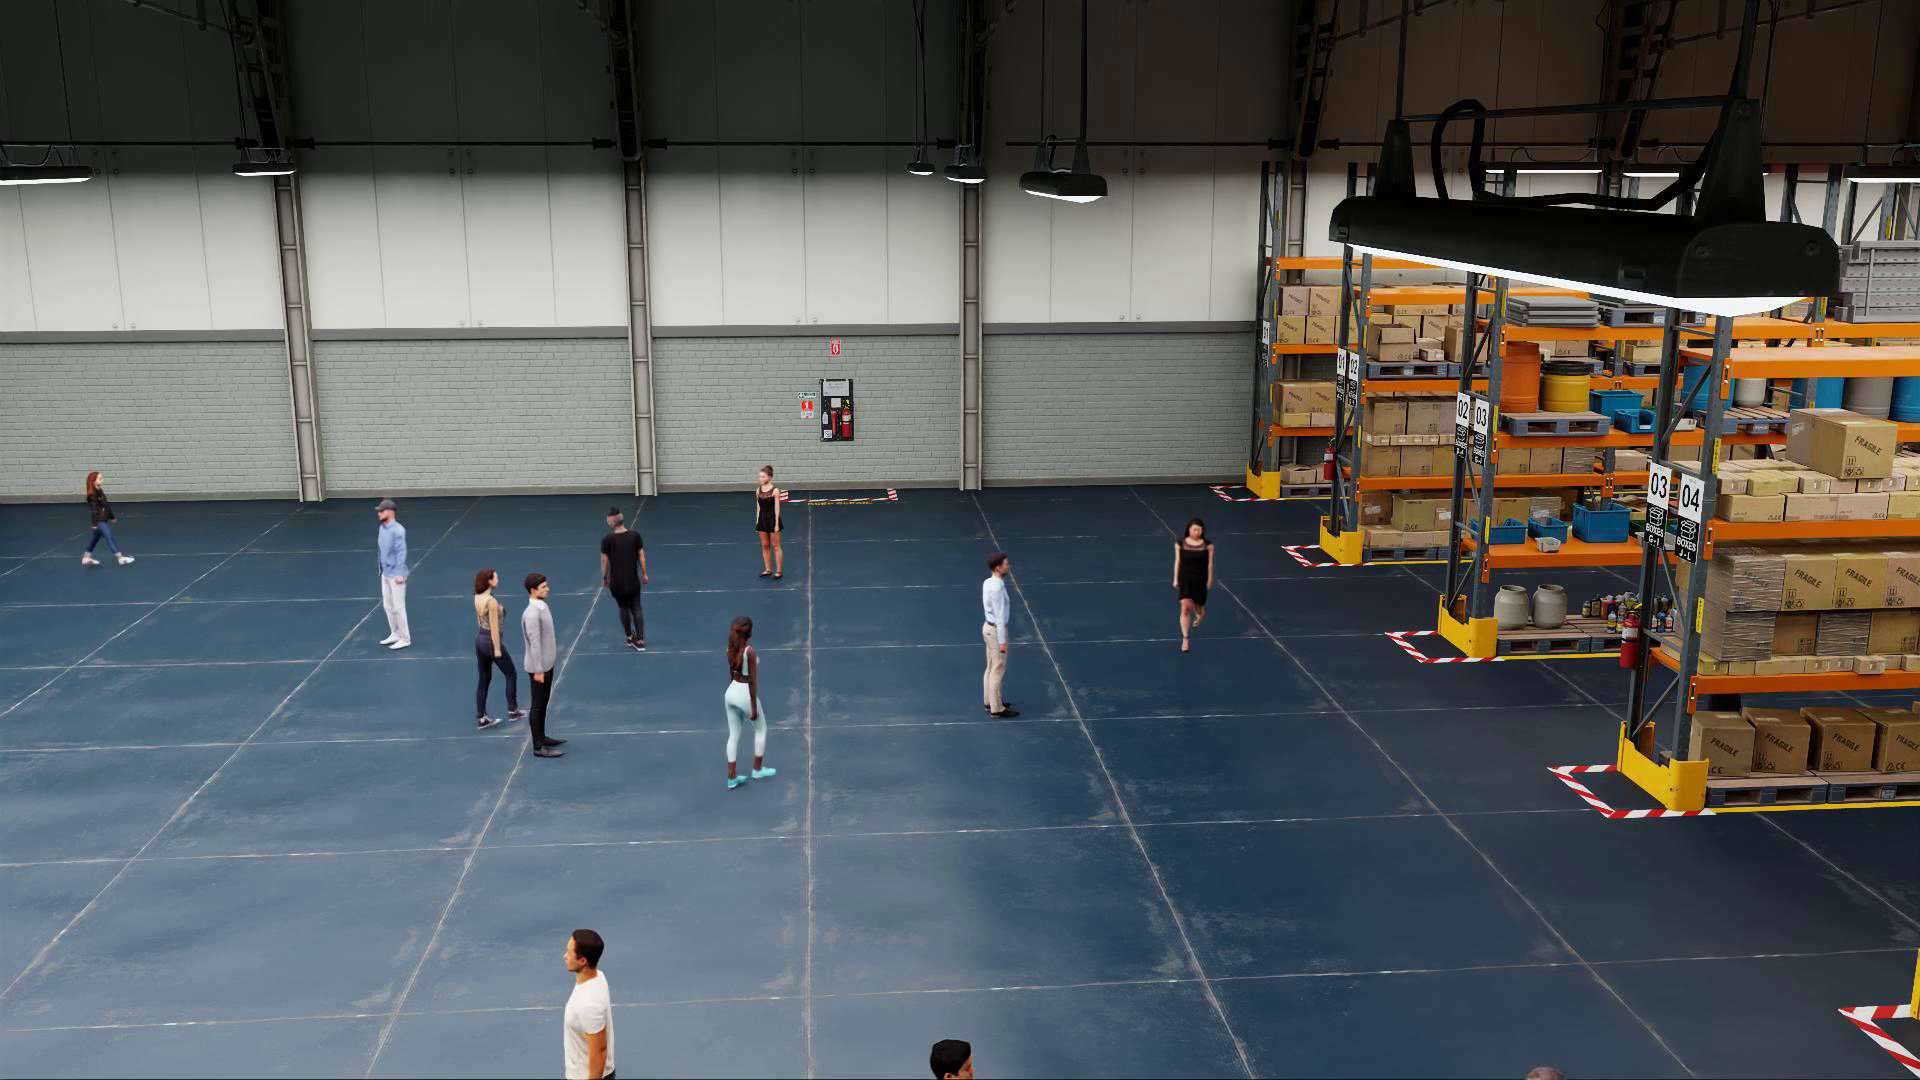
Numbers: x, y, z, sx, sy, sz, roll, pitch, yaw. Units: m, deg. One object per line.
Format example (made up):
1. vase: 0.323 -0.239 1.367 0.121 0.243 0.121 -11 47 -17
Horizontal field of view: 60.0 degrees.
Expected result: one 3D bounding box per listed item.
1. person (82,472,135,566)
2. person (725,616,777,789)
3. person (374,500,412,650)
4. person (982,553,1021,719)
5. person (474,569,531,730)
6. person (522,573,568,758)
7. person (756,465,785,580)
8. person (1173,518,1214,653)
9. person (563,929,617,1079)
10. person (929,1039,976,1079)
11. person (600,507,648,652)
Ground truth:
1. person: -13.067 -0.294 25.126 1.013 1.444 0.703 -4 14 -17
2. person: -2.194 1.612 16.314 0.816 1.706 0.871 10 16 37
3. person: -7.176 0.412 21.103 0.758 1.884 0.813 11 17 40
4. person: 0.411 1.039 18.475 0.625 1.848 0.664 -3 13 -12
5. person: -5.172 1.192 18.019 0.896 1.754 0.972 12 18 43
6. person: -4.371 1.275 17.288 0.599 1.922 0.722 -1 13 -4
7. person: -2.799 -0.267 24.489 0.670 1.679 0.750 8 15 31
8. person: 2.944 0.539 20.978 1.011 1.693 0.896 3 13 12
9. person: -2.127 3.100 9.673 0.590 1.803 0.680 -4 13 -15
10. person: -0.035 3.383 8.630 0.535 1.723 0.645 -1 13 -2
11. person: -4.219 0.488 20.877 0.779 1.836 0.883 -2 13 -10
